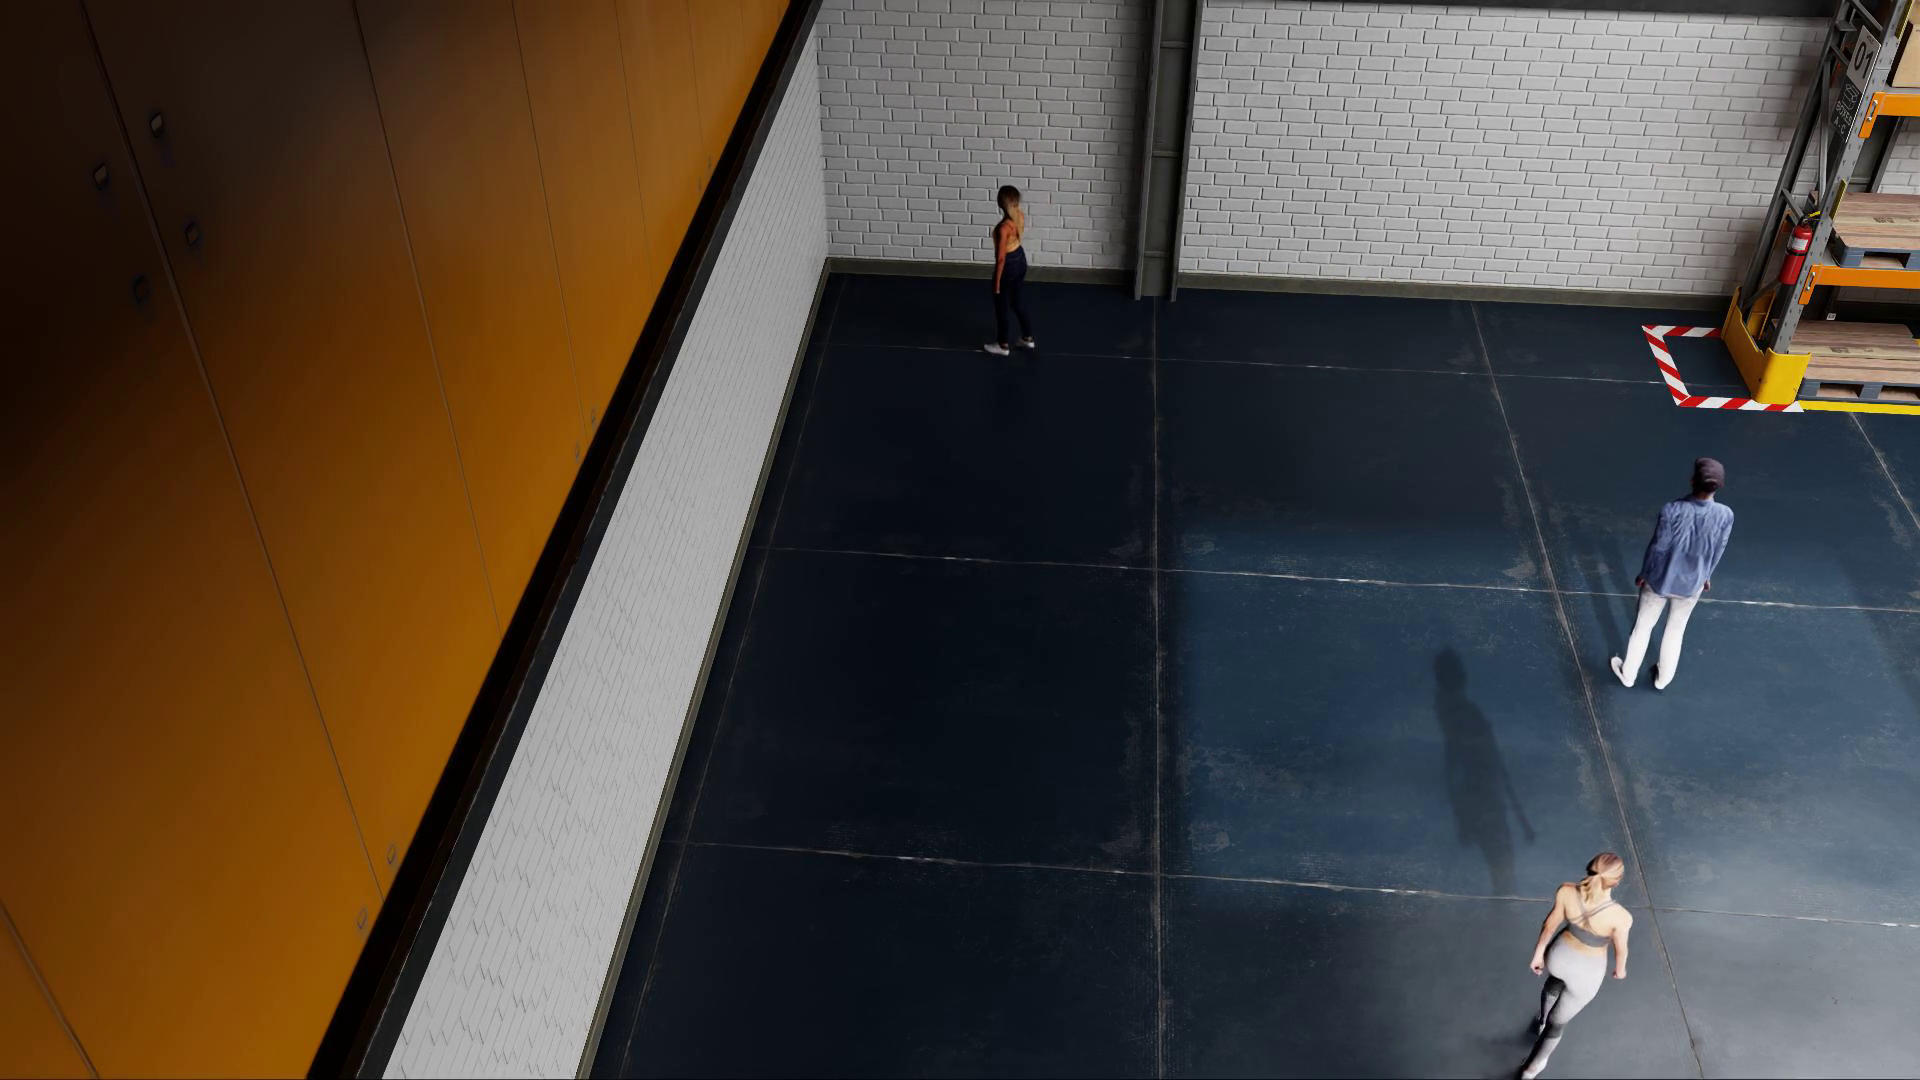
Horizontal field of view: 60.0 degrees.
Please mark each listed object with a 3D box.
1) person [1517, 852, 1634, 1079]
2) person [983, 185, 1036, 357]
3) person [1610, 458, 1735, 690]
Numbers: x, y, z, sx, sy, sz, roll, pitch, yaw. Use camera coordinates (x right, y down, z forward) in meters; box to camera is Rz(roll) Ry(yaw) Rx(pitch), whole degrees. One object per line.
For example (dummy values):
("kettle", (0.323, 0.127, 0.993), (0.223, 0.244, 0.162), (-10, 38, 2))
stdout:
("person", (3.191, 2.304, 8.758), (0.909, 1.682, 0.866), (-30, 47, -32))
("person", (0.459, -2.375, 14.650), (0.770, 1.642, 0.712), (20, 43, 24))
("person", (4.800, 0.244, 11.174), (0.481, 1.887, 0.710), (4, 39, 5))
